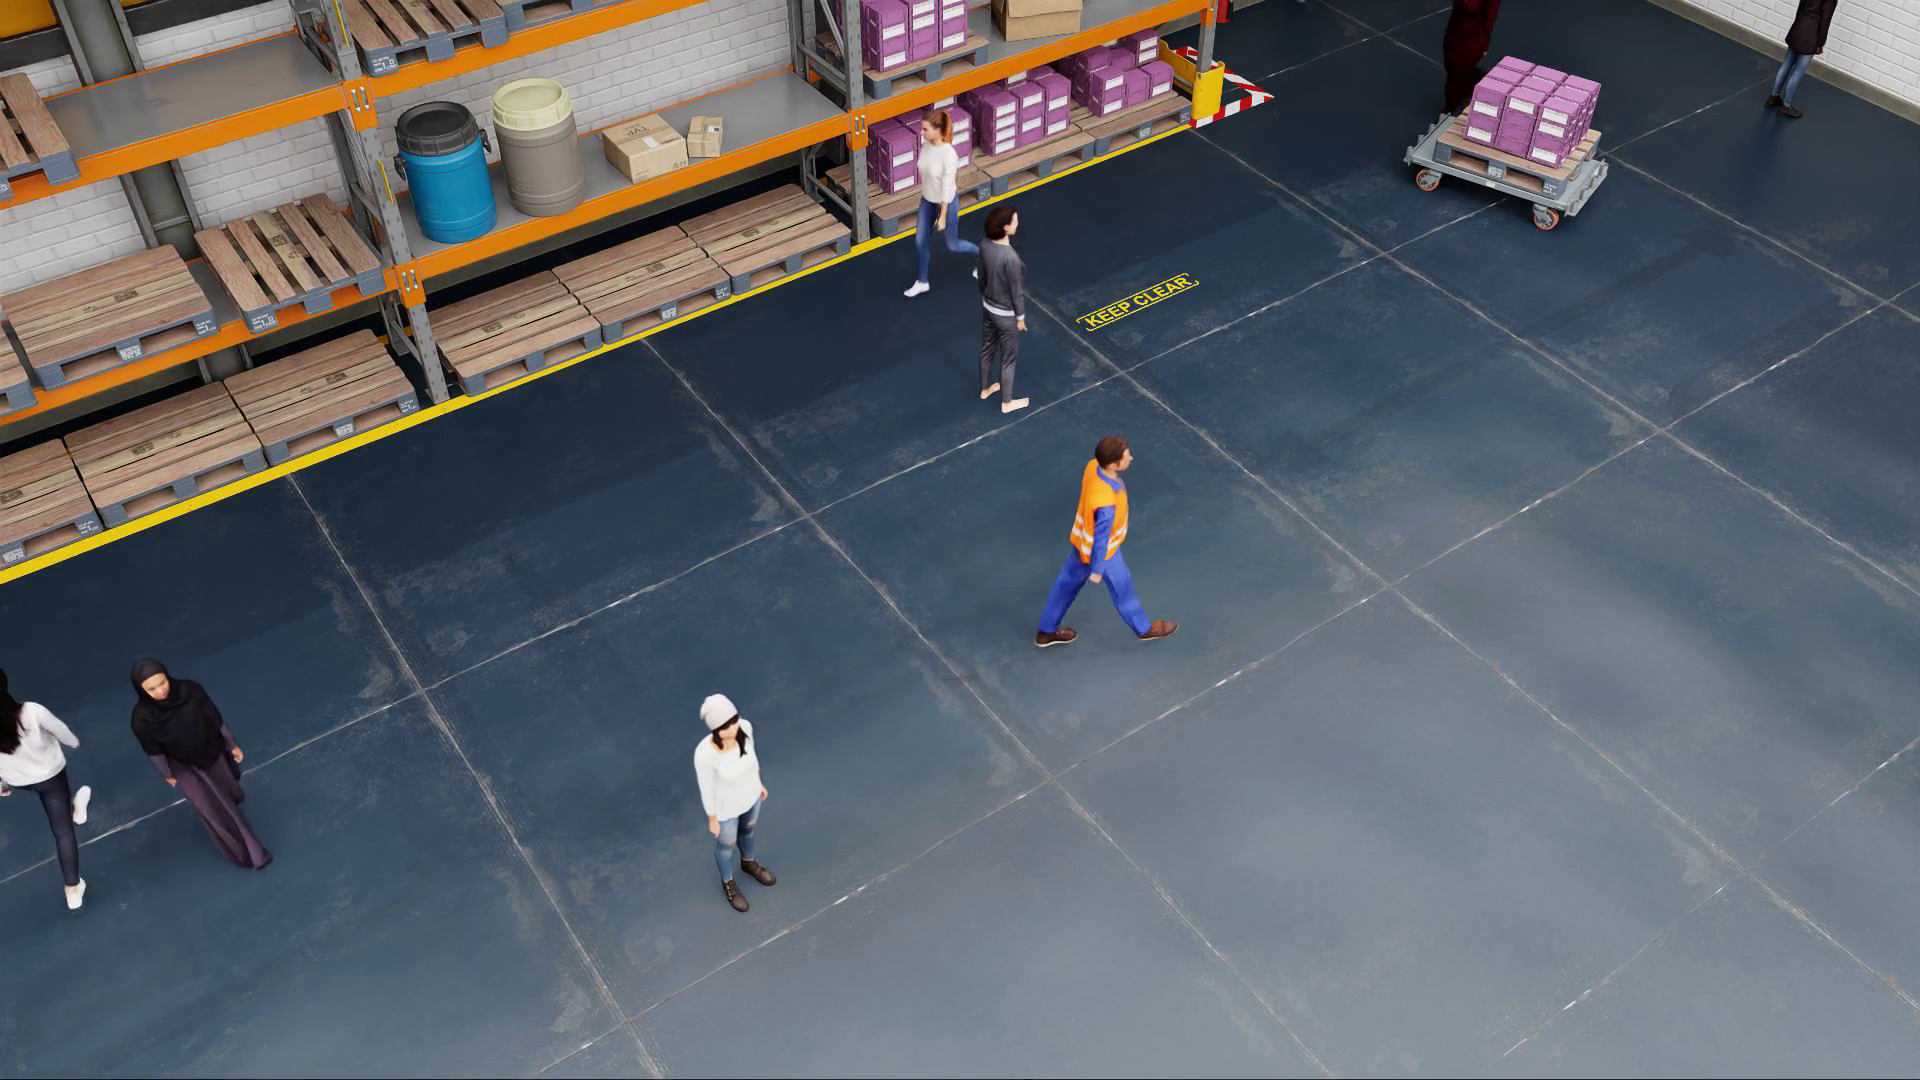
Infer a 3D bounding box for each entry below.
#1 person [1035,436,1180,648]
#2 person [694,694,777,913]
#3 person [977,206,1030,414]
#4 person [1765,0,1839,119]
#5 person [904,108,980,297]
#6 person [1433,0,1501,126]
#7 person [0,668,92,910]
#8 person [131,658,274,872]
[{"bbox_3d":[0.805,0.061,10.765,1.316,1.810,1.062,-6,44,-7],"label":"person"},{"bbox_3d":[-1.283,1.460,9.416,0.678,1.644,0.522,30,51,28],"label":"person"},{"bbox_3d":[0.314,-1.767,12.712,0.541,1.771,0.630,-30,51,-28],"label":"person"},{"bbox_3d":[8.207,-4.904,16.101,0.745,1.637,0.728,-7,44,-7],"label":"person"},{"bbox_3d":[-0.087,-2.809,13.861,1.045,1.695,0.610,-27,50,-26],"label":"person"},{"bbox_3d":[4.923,-4.808,15.931,1.013,1.733,0.721,-22,48,-21],"label":"person"},{"bbox_3d":[-5.255,1.411,9.465,1.153,1.648,0.994,-9,44,-9],"label":"person"},{"bbox_3d":[-4.483,1.213,9.708,0.852,1.600,1.051,29,51,27],"label":"person"}]
